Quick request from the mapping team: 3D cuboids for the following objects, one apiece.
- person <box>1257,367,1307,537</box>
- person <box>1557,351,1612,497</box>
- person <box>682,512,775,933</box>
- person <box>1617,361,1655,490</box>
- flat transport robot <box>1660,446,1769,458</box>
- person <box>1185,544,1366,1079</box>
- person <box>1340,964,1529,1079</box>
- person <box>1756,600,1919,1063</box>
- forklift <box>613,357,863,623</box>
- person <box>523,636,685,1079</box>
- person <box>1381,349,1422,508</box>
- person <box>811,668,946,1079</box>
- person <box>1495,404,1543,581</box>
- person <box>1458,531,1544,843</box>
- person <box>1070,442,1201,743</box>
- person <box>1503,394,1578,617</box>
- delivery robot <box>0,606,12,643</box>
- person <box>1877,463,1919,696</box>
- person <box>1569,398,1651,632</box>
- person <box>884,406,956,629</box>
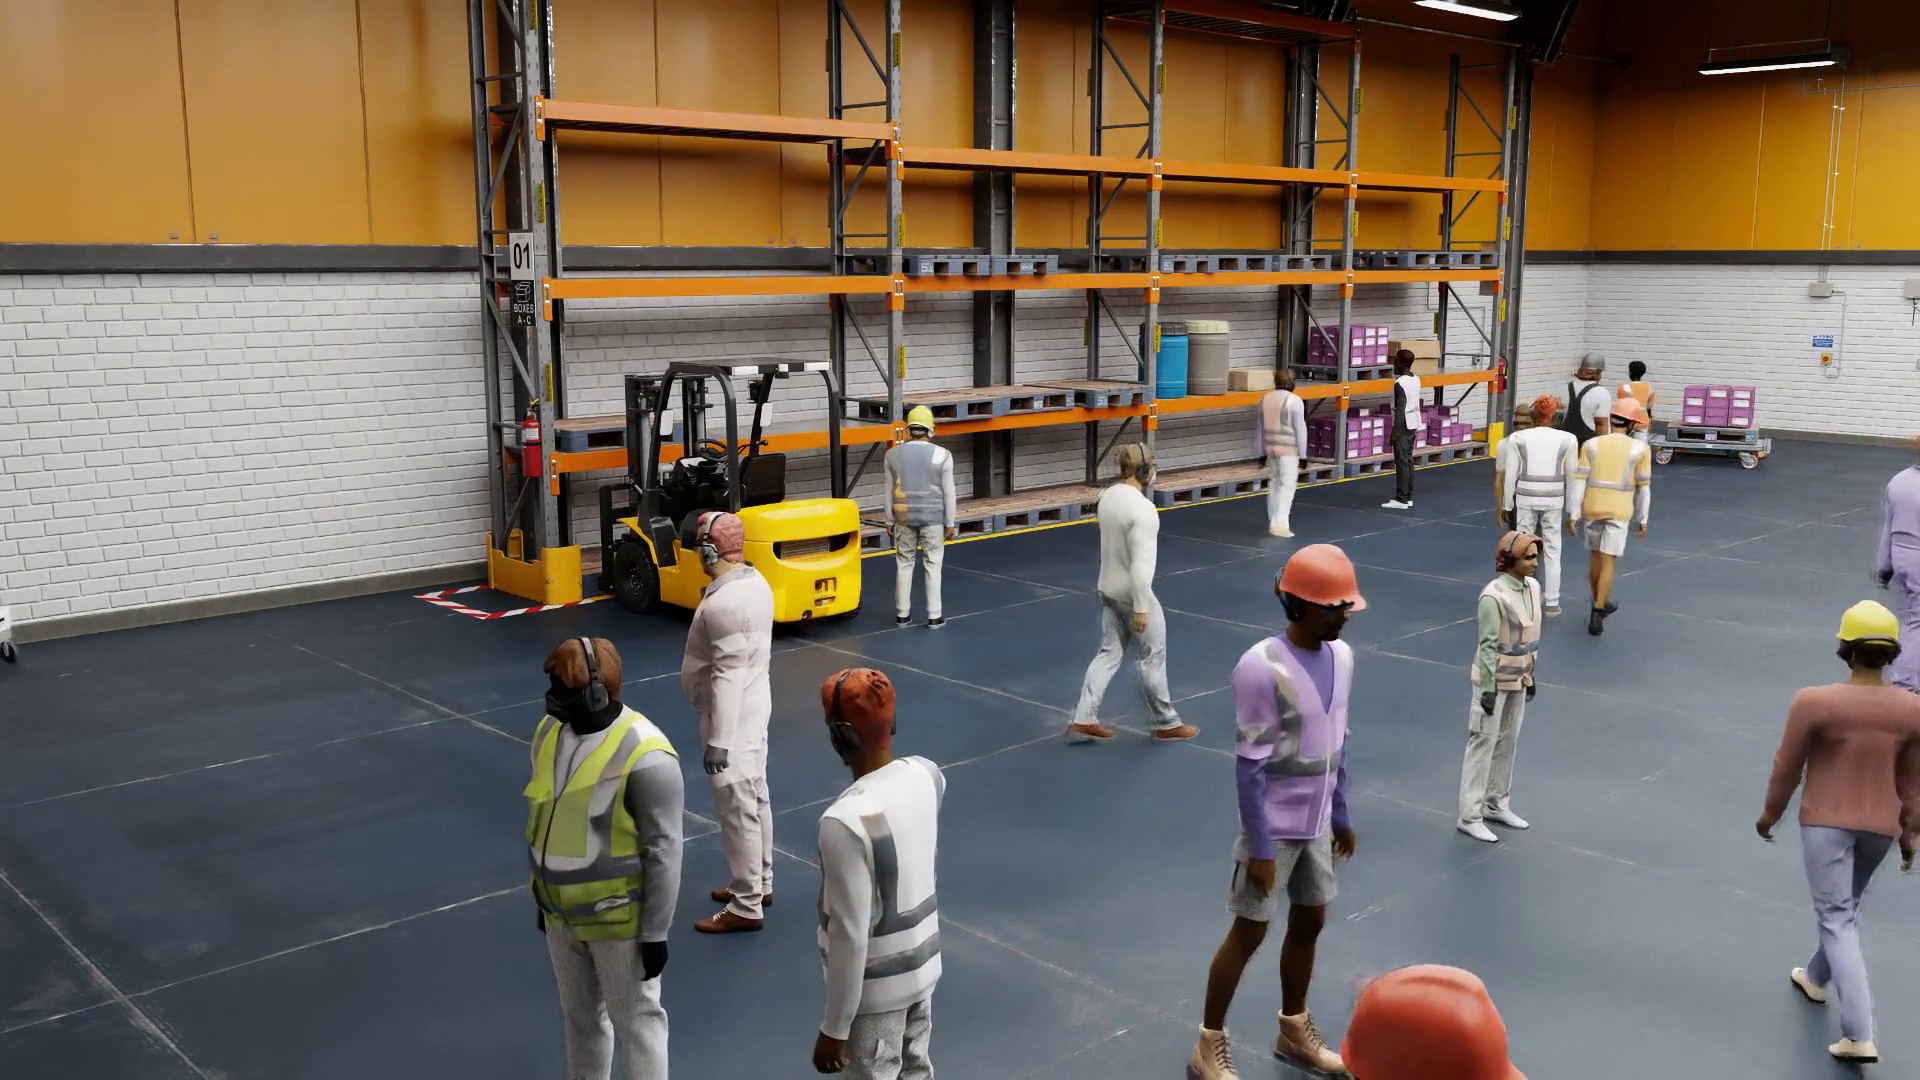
[{"bbox_3d":[3.527,-0.956,18.100,0.429,1.849,0.635,-6,12,-33],"label":"person"},{"bbox_3d":[6.847,-1.100,18.320,0.929,2.000,0.682,-5,11,-29],"label":"person"},{"bbox_3d":[-1.051,0.815,7.510,0.401,1.904,0.646,1,10,6],"label":"person"},{"bbox_3d":[8.746,-1.496,21.672,0.558,1.679,0.423,-2,10,-11],"label":"person"},{"bbox_3d":[11.486,-1.412,25.313,1.431,0.197,0.652,7,12,34],"label":"flat transport robot"},{"bbox_3d":[1.211,1.009,6.006,0.667,2.038,0.443,-9,13,-41],"label":"person"},{"bbox_3d":[0.798,1.629,2.764,0.938,1.892,0.562,4,10,22],"label":"person"},{"bbox_3d":[3.430,1.093,6.414,0.533,1.726,0.894,0,10,2],"label":"person"},{"bbox_3d":[-1.847,-0.414,13.852,1.214,2.155,2.313,-9,13,-42],"label":"forklift"},{"bbox_3d":[-1.170,1.209,5.396,0.624,1.841,0.430,8,12,38],"label":"person"},{"bbox_3d":[5.357,-1.337,20.073,0.390,1.917,0.591,6,11,31],"label":"person"},{"bbox_3d":[-0.242,1.284,4.816,0.359,1.886,0.573,5,11,26],"label":"person"},{"bbox_3d":[4.868,-0.290,14.338,0.519,1.772,0.960,3,10,15],"label":"person"},{"bbox_3d":[2.842,0.753,8.684,0.521,1.631,0.324,-9,13,-42],"label":"person"},{"bbox_3d":[1.067,0.338,10.304,0.843,1.909,0.649,-4,10,-21],"label":"person"},{"bbox_3d":[4.890,-0.288,14.023,0.585,1.882,0.340,3,10,18],"label":"person"},{"bbox_3d":[-7.245,0.651,12.140,0.477,0.478,0.707,-1,10,-7],"label":"delivery robot"},{"bbox_3d":[6.566,0.205,11.135,0.699,1.888,0.701,-1,10,-7],"label":"person"},{"bbox_3d":[5.318,-0.217,13.599,0.572,1.874,0.970,7,12,35],"label":"person"},{"bbox_3d":[-0.324,-0.182,13.581,0.599,1.826,0.403,2,10,14],"label":"person"}]
